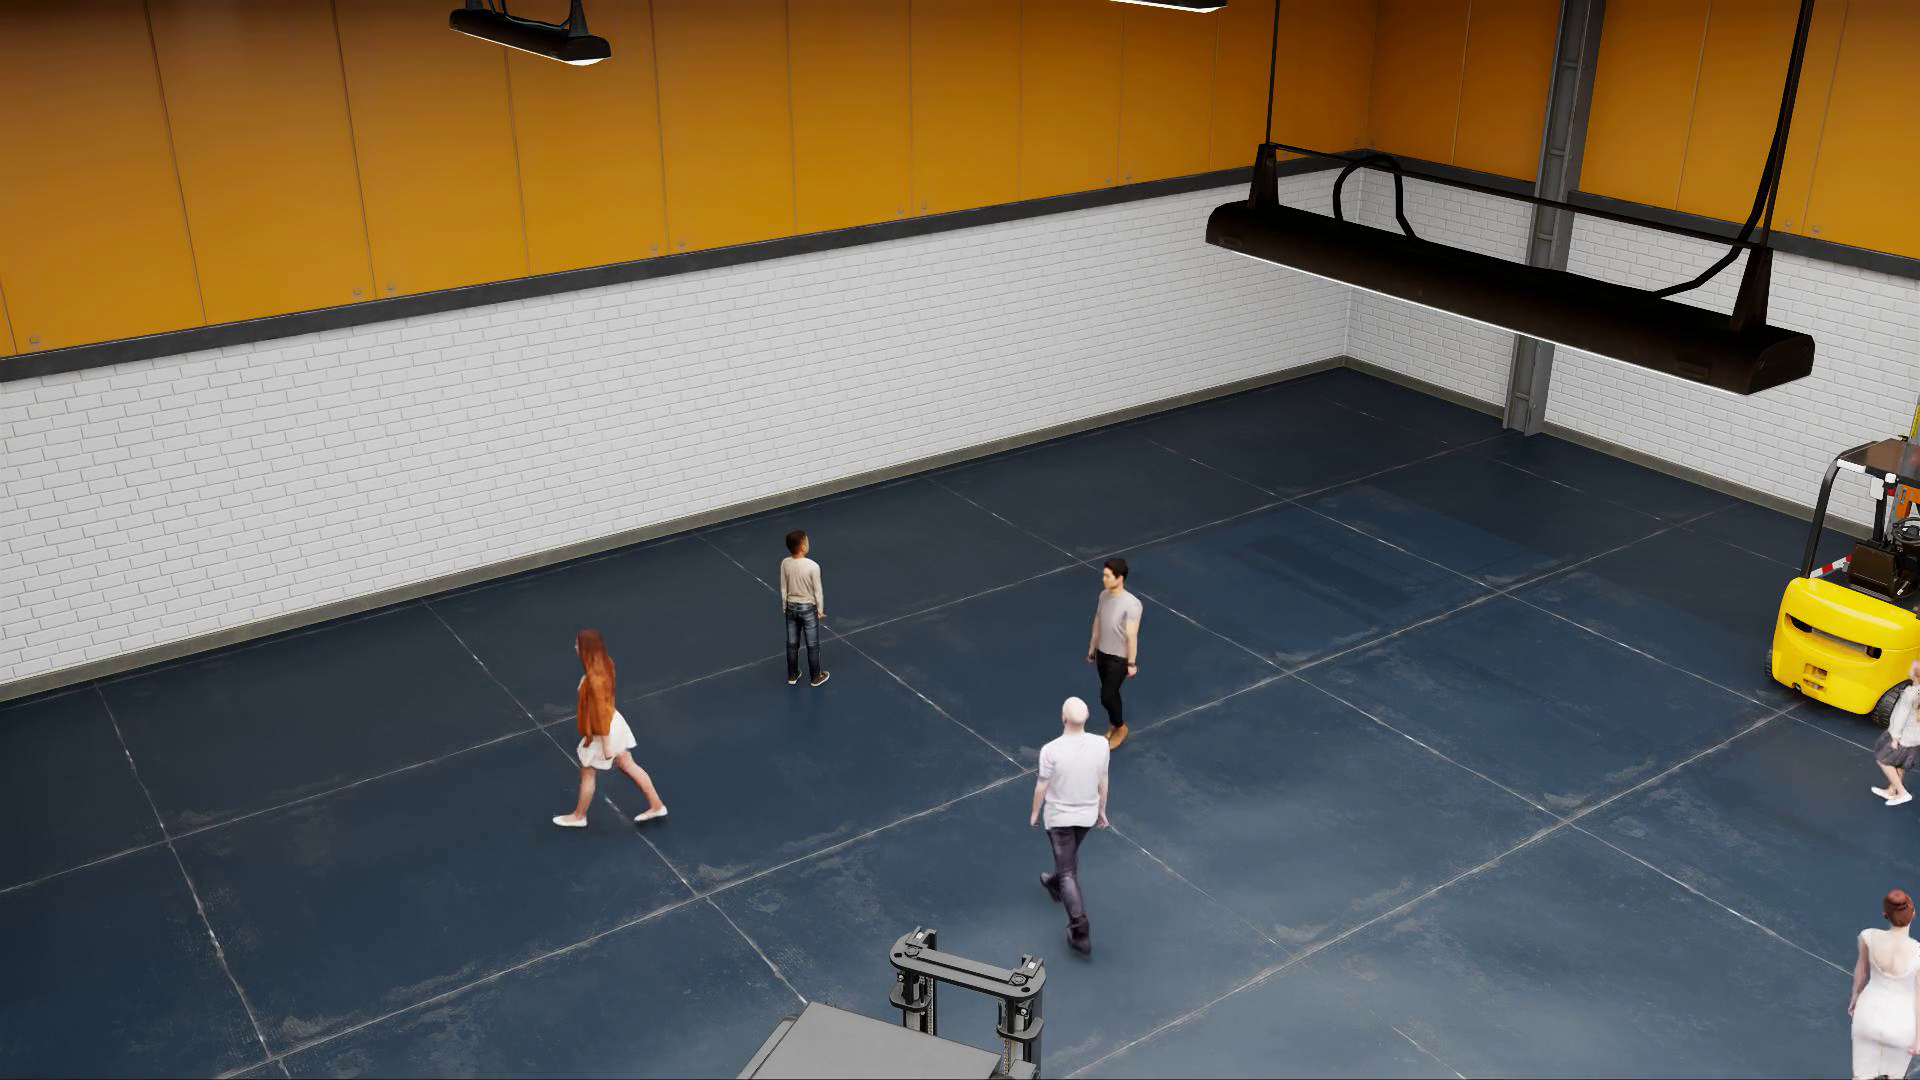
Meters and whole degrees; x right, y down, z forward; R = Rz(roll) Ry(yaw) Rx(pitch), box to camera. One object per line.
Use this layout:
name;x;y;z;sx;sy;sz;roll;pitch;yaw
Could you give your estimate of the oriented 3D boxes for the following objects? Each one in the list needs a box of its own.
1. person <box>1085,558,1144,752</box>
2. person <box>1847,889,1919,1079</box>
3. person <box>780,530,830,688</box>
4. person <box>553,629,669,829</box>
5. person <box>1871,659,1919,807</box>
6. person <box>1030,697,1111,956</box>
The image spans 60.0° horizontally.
person;1.351;0.923;13.768;0.709;1.712;0.543;-13;27;-27
person;5.220;2.796;9.415;0.726;1.766;0.581;-14;27;-30
person;-1.415;0.611;14.792;0.611;1.464;0.689;7;25;16
person;-2.594;1.457;12.588;1.103;1.679;1.125;0;24;1
person;7.416;1.522;12.953;0.542;1.267;0.631;-12;26;-26
person;0.779;1.955;11.316;0.861;1.785;1.262;-9;25;-20
